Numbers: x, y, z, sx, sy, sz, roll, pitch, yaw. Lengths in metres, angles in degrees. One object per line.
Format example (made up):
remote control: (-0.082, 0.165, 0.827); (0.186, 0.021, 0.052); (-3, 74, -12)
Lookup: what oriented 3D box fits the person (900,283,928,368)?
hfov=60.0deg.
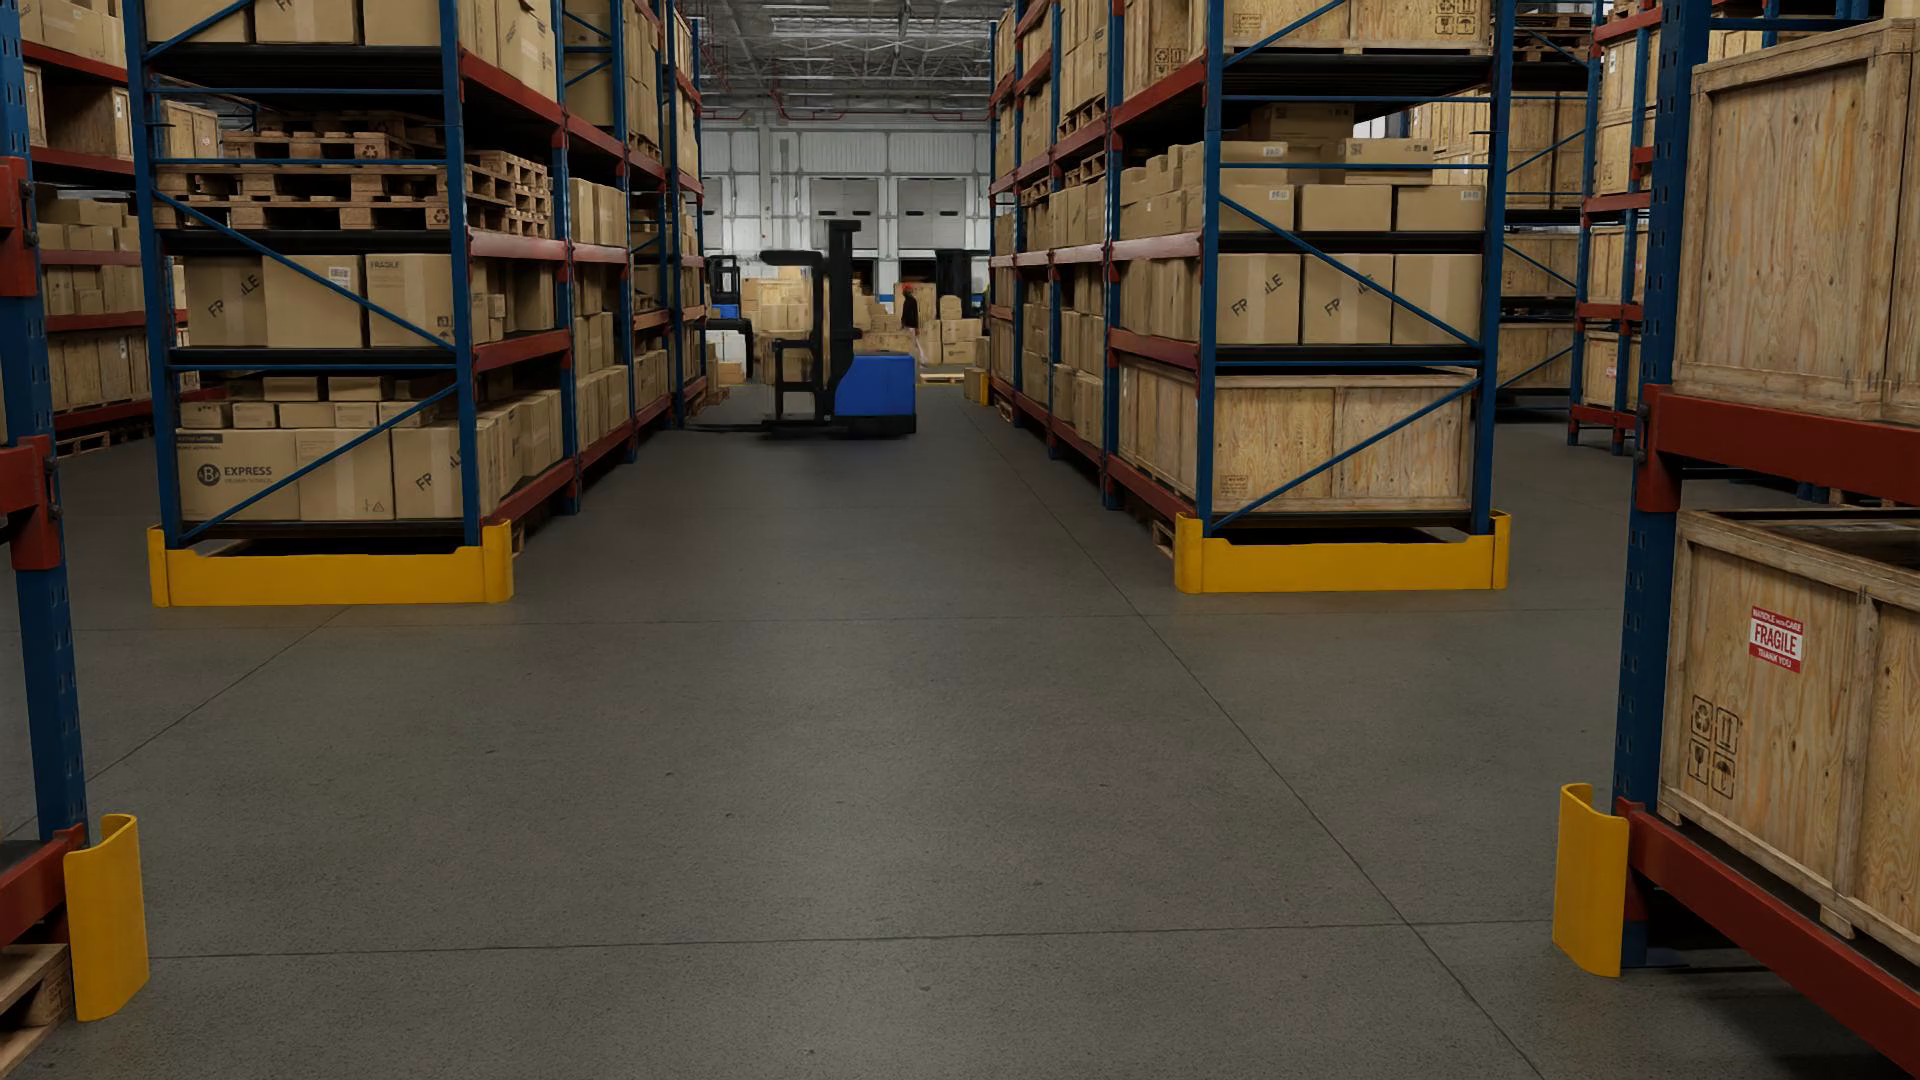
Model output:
person: (-1.171, -4.852, 37.733); (1.026, 1.938, 0.643); (-3, 9, -16)

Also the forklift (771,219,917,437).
forklift: (-1.527, -2.774, 21.751); (1.873, 2.768, 1.129); (-1, 9, -4)

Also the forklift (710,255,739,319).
forklift: (-8.368, -8.713, 59.038); (1.129, 2.768, 1.873); (-1, 9, -4)

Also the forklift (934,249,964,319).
forklift: (-0.308, -6.534, 45.360); (1.873, 2.768, 1.129); (-7, 11, -36)

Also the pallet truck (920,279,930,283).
pallet truck: (-0.932, -8.922, 63.114); (1.885, 1.965, 0.823); (2, 9, 13)
